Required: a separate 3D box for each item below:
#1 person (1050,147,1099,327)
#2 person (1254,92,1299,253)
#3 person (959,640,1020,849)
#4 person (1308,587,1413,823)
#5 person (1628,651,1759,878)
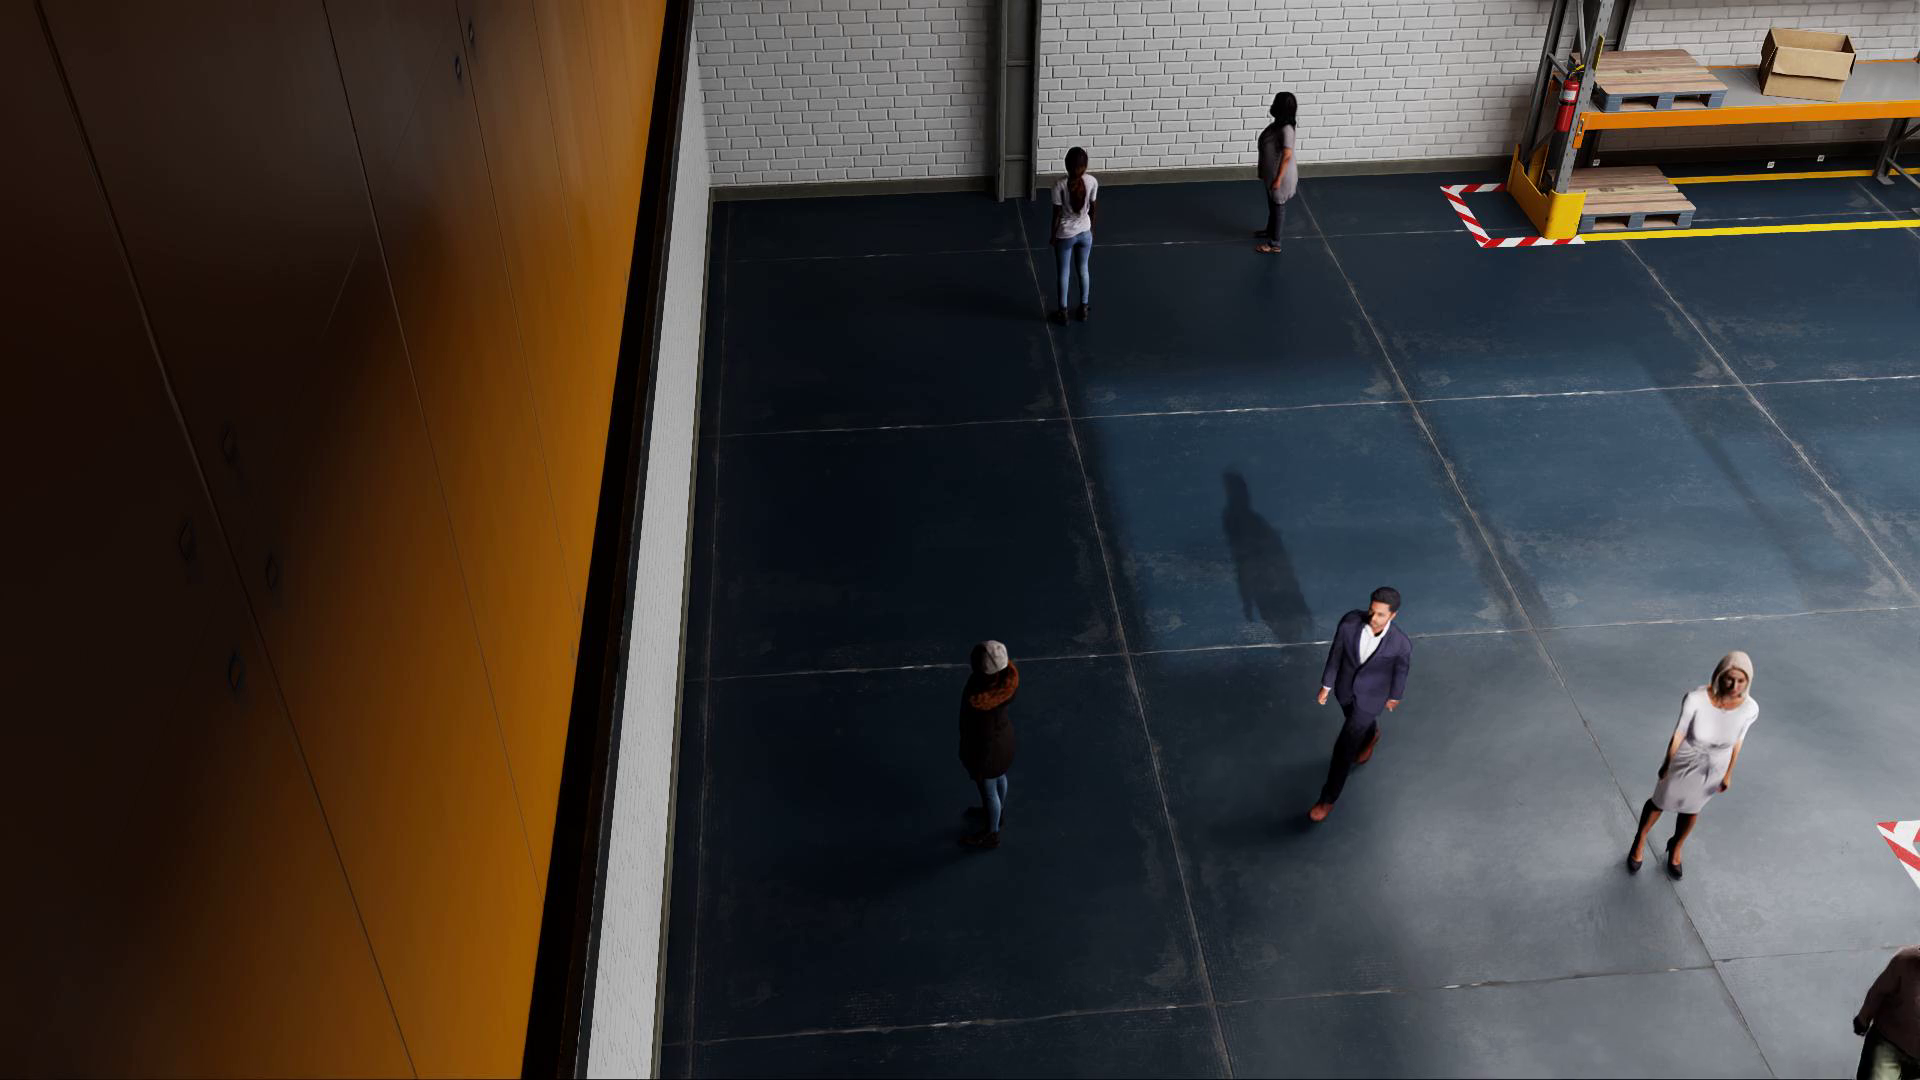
[{"bbox_3d":[1.026,-2.755,15.046,0.538,1.719,0.692,-12,40,-14],"label":"person"},{"bbox_3d":[3.112,-3.601,16.192,0.718,1.610,0.689,4,39,5],"label":"person"},{"bbox_3d":[0.182,1.234,10.121,0.713,1.633,0.708,10,40,12],"label":"person"},{"bbox_3d":[2.567,0.912,10.479,1.135,1.688,1.200,27,46,30],"label":"person"},{"bbox_3d":[4.381,1.327,9.909,0.535,1.751,0.680,7,39,9],"label":"person"}]
